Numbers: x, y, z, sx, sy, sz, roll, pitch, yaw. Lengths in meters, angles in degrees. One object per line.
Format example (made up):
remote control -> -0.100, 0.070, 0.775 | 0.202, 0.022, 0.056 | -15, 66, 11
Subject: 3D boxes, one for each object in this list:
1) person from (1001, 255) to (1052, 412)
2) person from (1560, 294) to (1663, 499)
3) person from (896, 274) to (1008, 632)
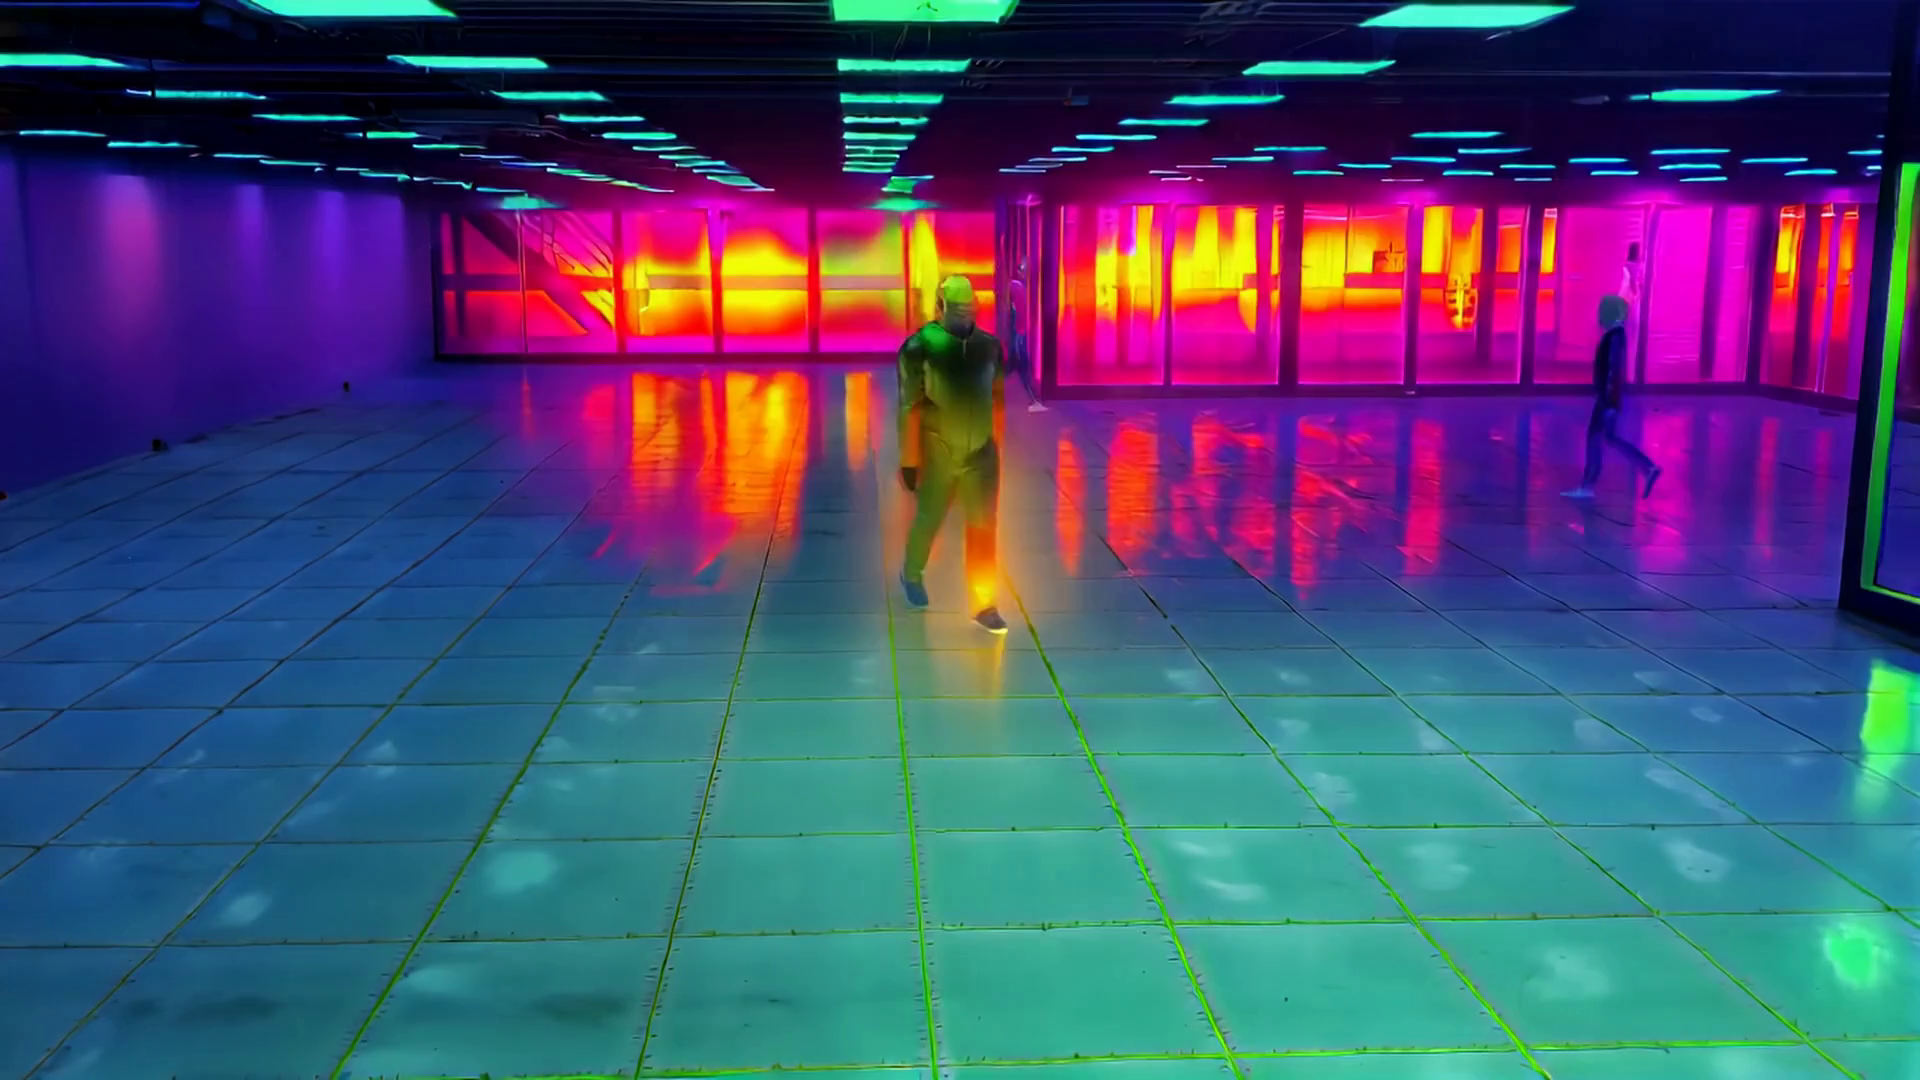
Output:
person -> 0.644, -2.414, 19.437 | 0.876, 1.831, 0.520 | 4, 11, 21
person -> 5.115, -1.105, 12.935 | 0.687, 1.613, 0.512 | 3, 11, 16
person -> -0.059, -0.493, 8.954 | 0.654, 1.872, 0.931 | -5, 12, -26
